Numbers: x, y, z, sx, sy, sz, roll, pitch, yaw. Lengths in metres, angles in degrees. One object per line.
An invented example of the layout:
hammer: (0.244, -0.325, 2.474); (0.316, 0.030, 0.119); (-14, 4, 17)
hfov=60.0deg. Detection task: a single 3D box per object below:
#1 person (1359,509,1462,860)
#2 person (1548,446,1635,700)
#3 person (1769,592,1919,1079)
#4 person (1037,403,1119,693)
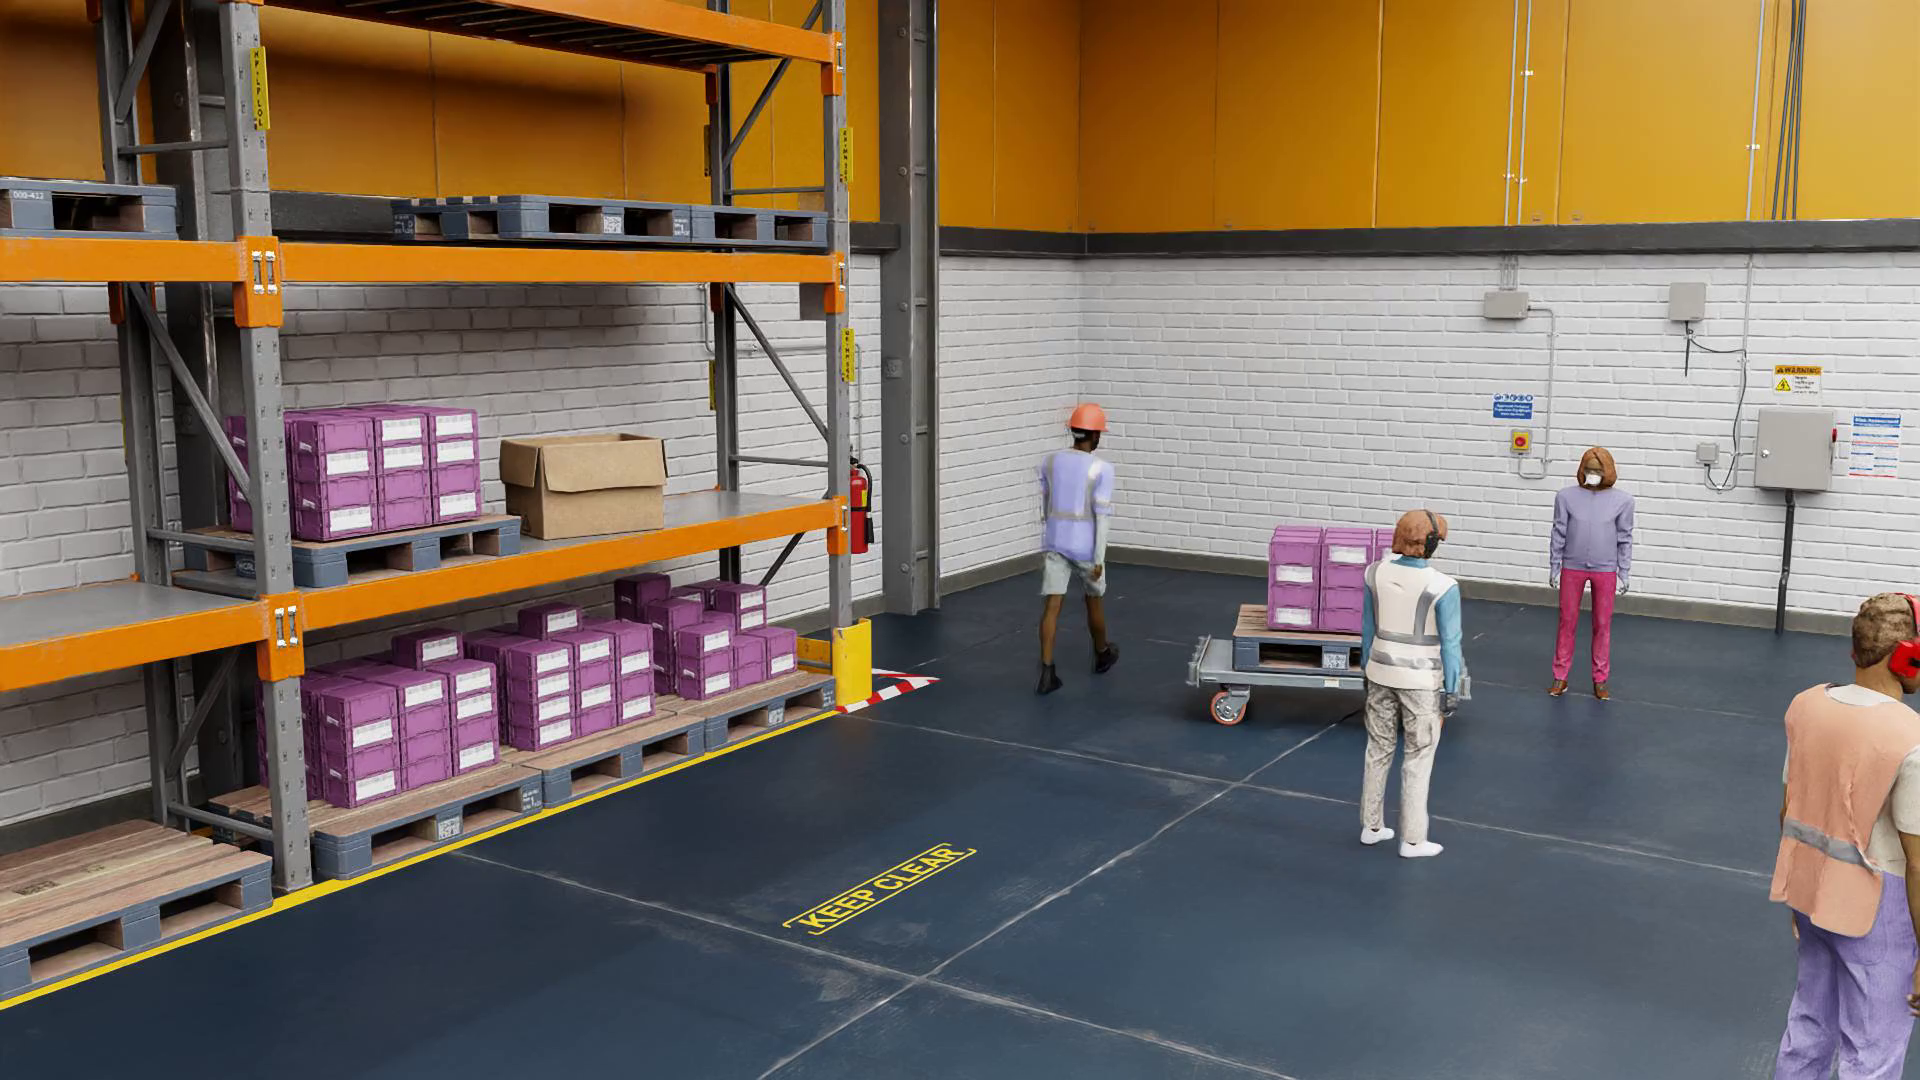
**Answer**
person: (2.073, 0.666, 7.715); (0.312, 1.631, 0.529); (-8, 12, -41)
person: (4.042, 0.209, 10.677); (0.498, 1.633, 0.279); (4, 9, 22)
person: (2.445, 1.051, 4.543); (0.390, 1.838, 0.563); (-2, 9, -10)
person: (0.785, 0.036, 11.034); (0.561, 1.877, 1.027); (5, 10, 27)
